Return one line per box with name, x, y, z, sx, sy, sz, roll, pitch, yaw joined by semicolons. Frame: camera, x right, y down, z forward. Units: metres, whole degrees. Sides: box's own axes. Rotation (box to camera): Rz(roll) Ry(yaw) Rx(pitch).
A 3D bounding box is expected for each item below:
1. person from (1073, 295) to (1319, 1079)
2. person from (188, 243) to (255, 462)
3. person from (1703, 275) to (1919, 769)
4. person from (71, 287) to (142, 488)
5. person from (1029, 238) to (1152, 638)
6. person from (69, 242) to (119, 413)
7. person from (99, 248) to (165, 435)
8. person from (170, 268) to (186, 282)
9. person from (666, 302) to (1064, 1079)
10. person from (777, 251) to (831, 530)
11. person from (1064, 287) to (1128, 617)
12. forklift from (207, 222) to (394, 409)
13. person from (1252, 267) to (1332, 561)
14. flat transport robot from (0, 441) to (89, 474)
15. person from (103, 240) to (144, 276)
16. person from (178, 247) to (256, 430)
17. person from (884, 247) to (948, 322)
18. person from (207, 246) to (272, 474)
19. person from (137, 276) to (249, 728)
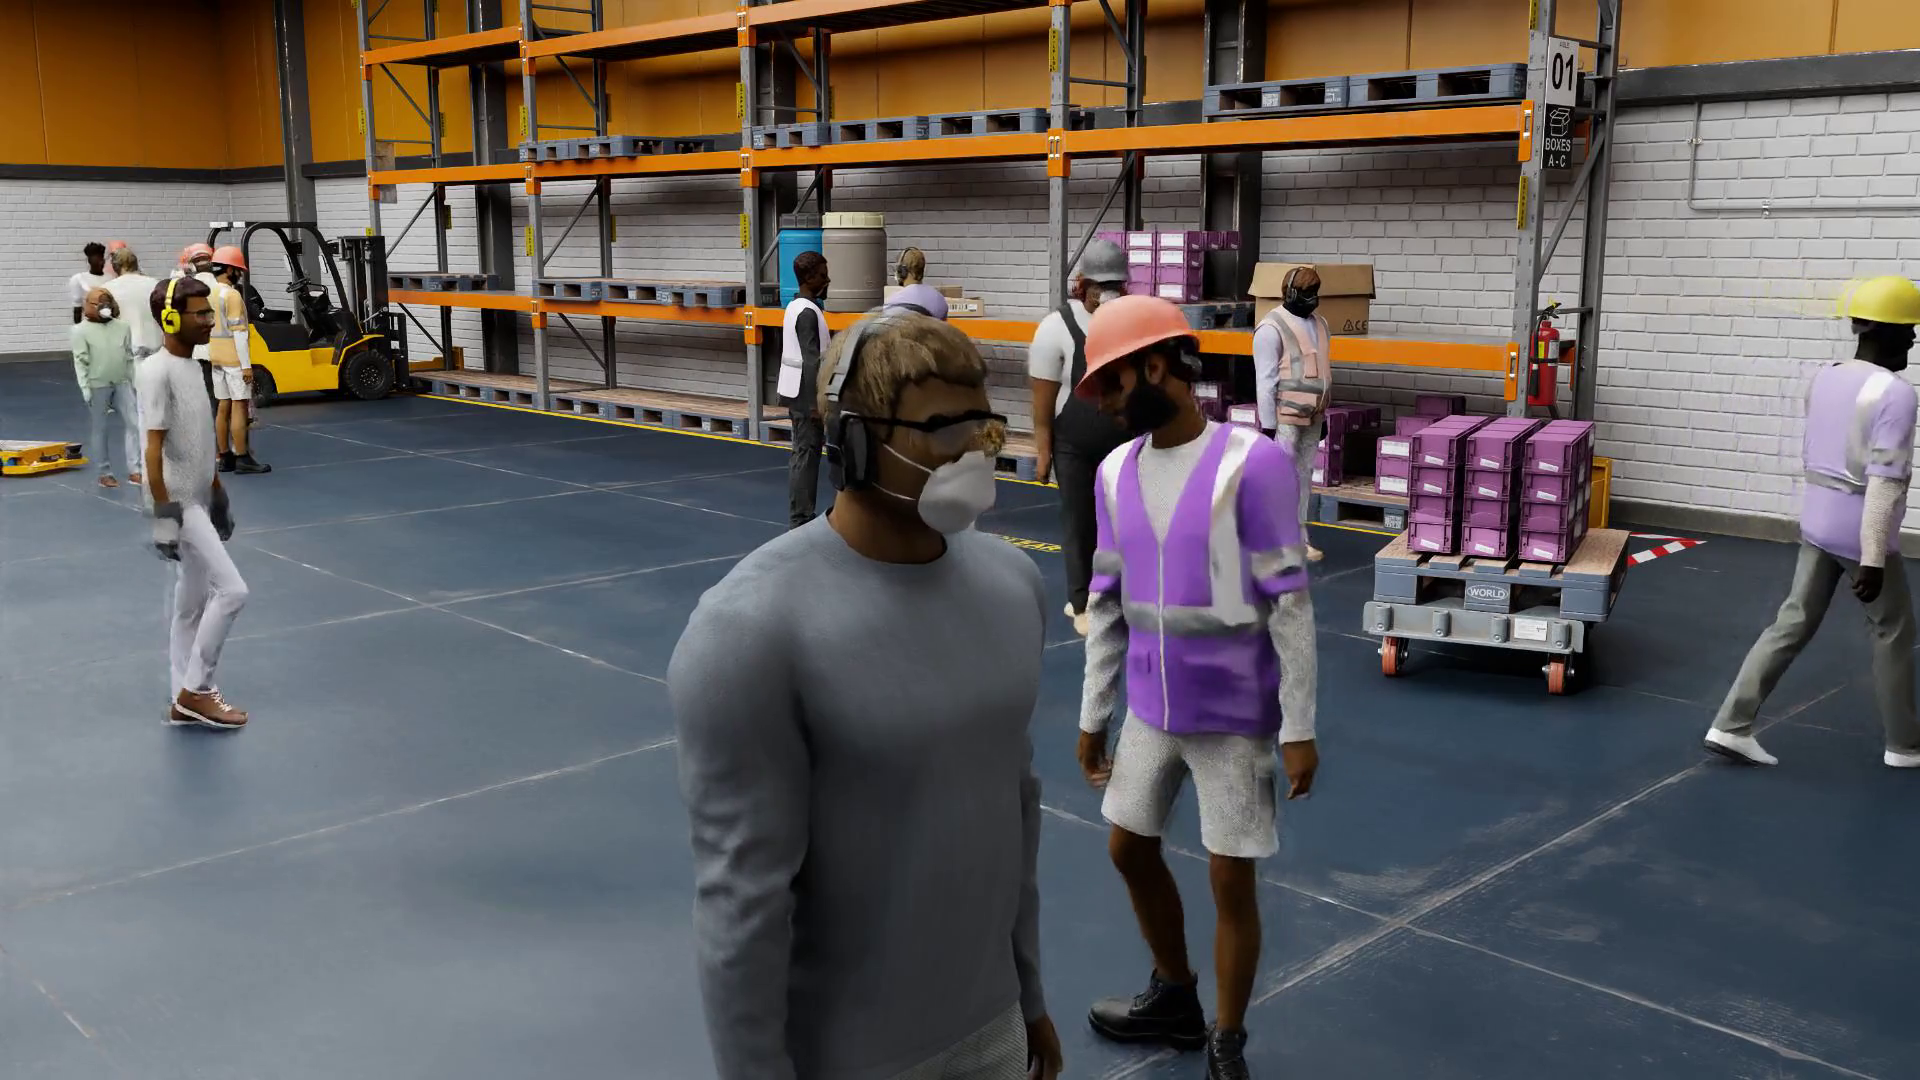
person;0.537;0.393;3.844;0.669;1.887;0.390;10;14;42
person;-6.676;-1.678;14.952;0.651;1.951;0.499;1;10;5
person;3.312;-0.045;6.237;0.971;1.885;0.602;-1;10;-6
person;-6.736;-1.197;13.234;0.631;1.607;0.518;7;13;34
person;0.708;-0.514;8.347;0.717;2.000;0.586;-3;11;-16
person;-9.890;-2.435;19.085;0.512;1.951;0.616;8;13;38
person;-7.823;-1.793;15.714;0.987;1.889;0.646;8;13;38
person;-11.543;-3.471;25.034;0.587;1.843;0.989;-6;12;-31
person;-0.082;0.662;2.213;0.372;1.940;0.632;8;13;38
person;-1.005;-0.937;10.987;0.392;1.919;0.591;-3;11;-13
person;0.884;-0.433;8.594;0.645;1.807;0.683;-7;13;-35
forklift;-8.169;-2.758;20.163;2.313;2.155;1.214;-10;14;-44
person;2.058;-0.755;10.243;0.619;1.836;0.431;-10;14;-42
flat transport robot;-8.362;-0.724;14.323;1.431;0.197;0.652;2;11;12
person;-10.994;-2.943;21.800;0.622;1.965;0.873;-5;11;-24
person;-7.681;-2.030;16.990;0.651;1.908;1.066;3;11;16
person;-0.330;-1.117;11.912;0.354;1.937;0.635;7;13;35
person;-6.180;-1.522;14.150;0.542;1.930;0.366;8;13;37
person;-3.078;-0.138;6.791;0.493;1.857;0.551;-2;11;-10
